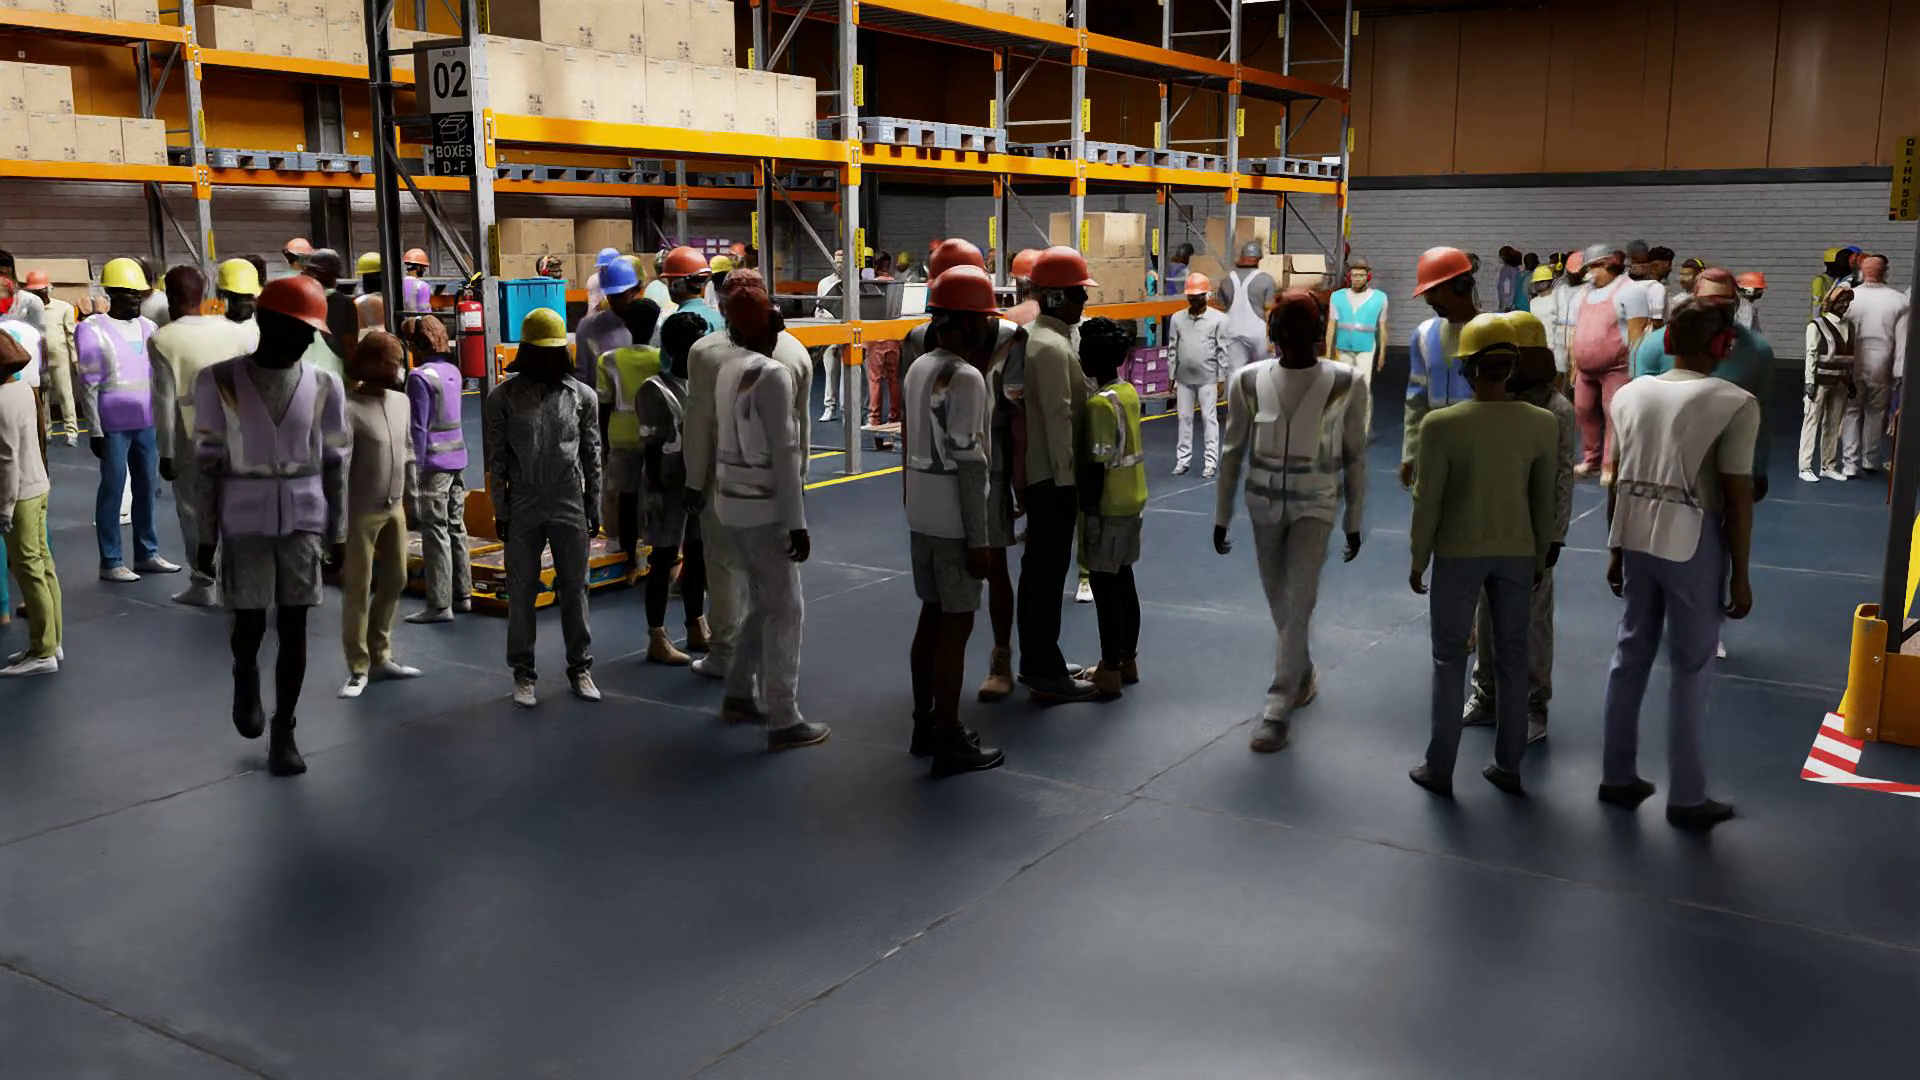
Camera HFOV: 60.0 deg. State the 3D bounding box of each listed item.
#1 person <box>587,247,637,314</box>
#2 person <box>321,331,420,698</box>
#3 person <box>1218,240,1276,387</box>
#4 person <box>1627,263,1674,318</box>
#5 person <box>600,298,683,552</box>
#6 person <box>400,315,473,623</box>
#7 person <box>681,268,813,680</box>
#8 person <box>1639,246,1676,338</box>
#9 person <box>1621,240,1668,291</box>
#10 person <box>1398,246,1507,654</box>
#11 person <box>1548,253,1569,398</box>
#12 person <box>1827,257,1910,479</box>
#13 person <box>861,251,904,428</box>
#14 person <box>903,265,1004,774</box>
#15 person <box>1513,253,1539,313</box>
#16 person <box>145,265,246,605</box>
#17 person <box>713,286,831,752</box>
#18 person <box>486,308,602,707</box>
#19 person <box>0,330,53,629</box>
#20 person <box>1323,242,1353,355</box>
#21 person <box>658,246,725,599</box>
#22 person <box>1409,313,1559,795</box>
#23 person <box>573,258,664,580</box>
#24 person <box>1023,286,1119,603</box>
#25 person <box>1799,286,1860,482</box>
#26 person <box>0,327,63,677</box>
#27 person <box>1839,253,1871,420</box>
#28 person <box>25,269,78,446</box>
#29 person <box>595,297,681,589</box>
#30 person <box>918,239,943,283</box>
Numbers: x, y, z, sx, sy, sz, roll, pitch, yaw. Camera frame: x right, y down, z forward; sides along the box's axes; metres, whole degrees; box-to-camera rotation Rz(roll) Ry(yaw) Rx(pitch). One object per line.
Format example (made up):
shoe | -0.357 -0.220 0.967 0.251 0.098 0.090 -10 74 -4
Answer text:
person | -4.079 -2.480 19.656 0.629 1.939 0.371 -7 12 -33
person | -2.620 -0.111 7.423 0.326 1.624 0.607 4 11 20
person | 3.202 -2.292 18.331 0.710 2.000 0.581 8 13 36
person | 7.034 -1.937 17.072 0.947 1.800 0.634 -10 14 -44
person | -1.945 -0.658 10.212 0.519 1.696 0.779 2 10 10
person | -2.785 -0.378 8.864 0.314 1.632 0.524 1 10 6
person | -0.996 -0.303 7.728 0.653 1.894 0.401 -8 13 -38
person | 6.940 -1.967 16.747 0.371 1.960 0.609 0 10 2
person | 8.576 -2.797 21.127 0.715 2.000 0.535 -3 11 -14
person | 2.453 -0.427 8.136 0.469 1.990 0.646 -7 13 -35
person | 7.708 -2.757 21.425 0.329 1.861 0.506 4 11 20
person | 7.787 -1.488 14.357 0.648 1.867 0.933 4 11 22
person | -0.802 -2.100 17.647 0.598 1.908 0.402 -9 13 -40
person | -0.014 -0.076 6.370 0.385 1.929 0.543 -4 11 -23
person | 8.501 -3.388 24.993 0.349 1.837 0.502 -4 11 -21
person | -4.074 -0.548 9.109 0.734 1.894 0.605 5 11 26
person | -0.794 -0.099 6.764 0.415 1.848 0.620 -4 11 -23
person | -1.790 -0.136 7.238 0.483 1.738 0.320 -4 11 -22
person | -5.039 -0.453 8.710 0.349 1.838 0.506 6 12 30
person | 6.478 -4.080 28.401 0.618 1.986 0.407 -4 11 -22
person | -1.525 -0.662 9.471 0.397 1.989 0.619 4 11 23
person | 1.897 0.060 6.080 0.525 1.760 0.341 -1 10 -3
person | -1.962 -0.699 9.870 0.665 1.916 0.463 -1 10 -8
person | 0.592 -0.602 9.311 0.589 1.919 0.395 3 11 18
person | 7.305 -1.305 13.975 0.513 1.641 0.307 -3 11 -17
person | -4.409 -0.180 7.757 0.287 1.633 0.498 -3 11 -16
person | 9.954 -2.261 18.597 0.574 1.881 0.357 -9 14 -42
person | -8.950 -1.773 16.299 0.576 1.737 0.355 -4 11 -19
person | -1.837 -0.556 9.667 0.540 1.694 0.317 -1 10 -5
person | -0.372 -3.914 27.310 0.615 2.040 0.391 -2 10 -12
